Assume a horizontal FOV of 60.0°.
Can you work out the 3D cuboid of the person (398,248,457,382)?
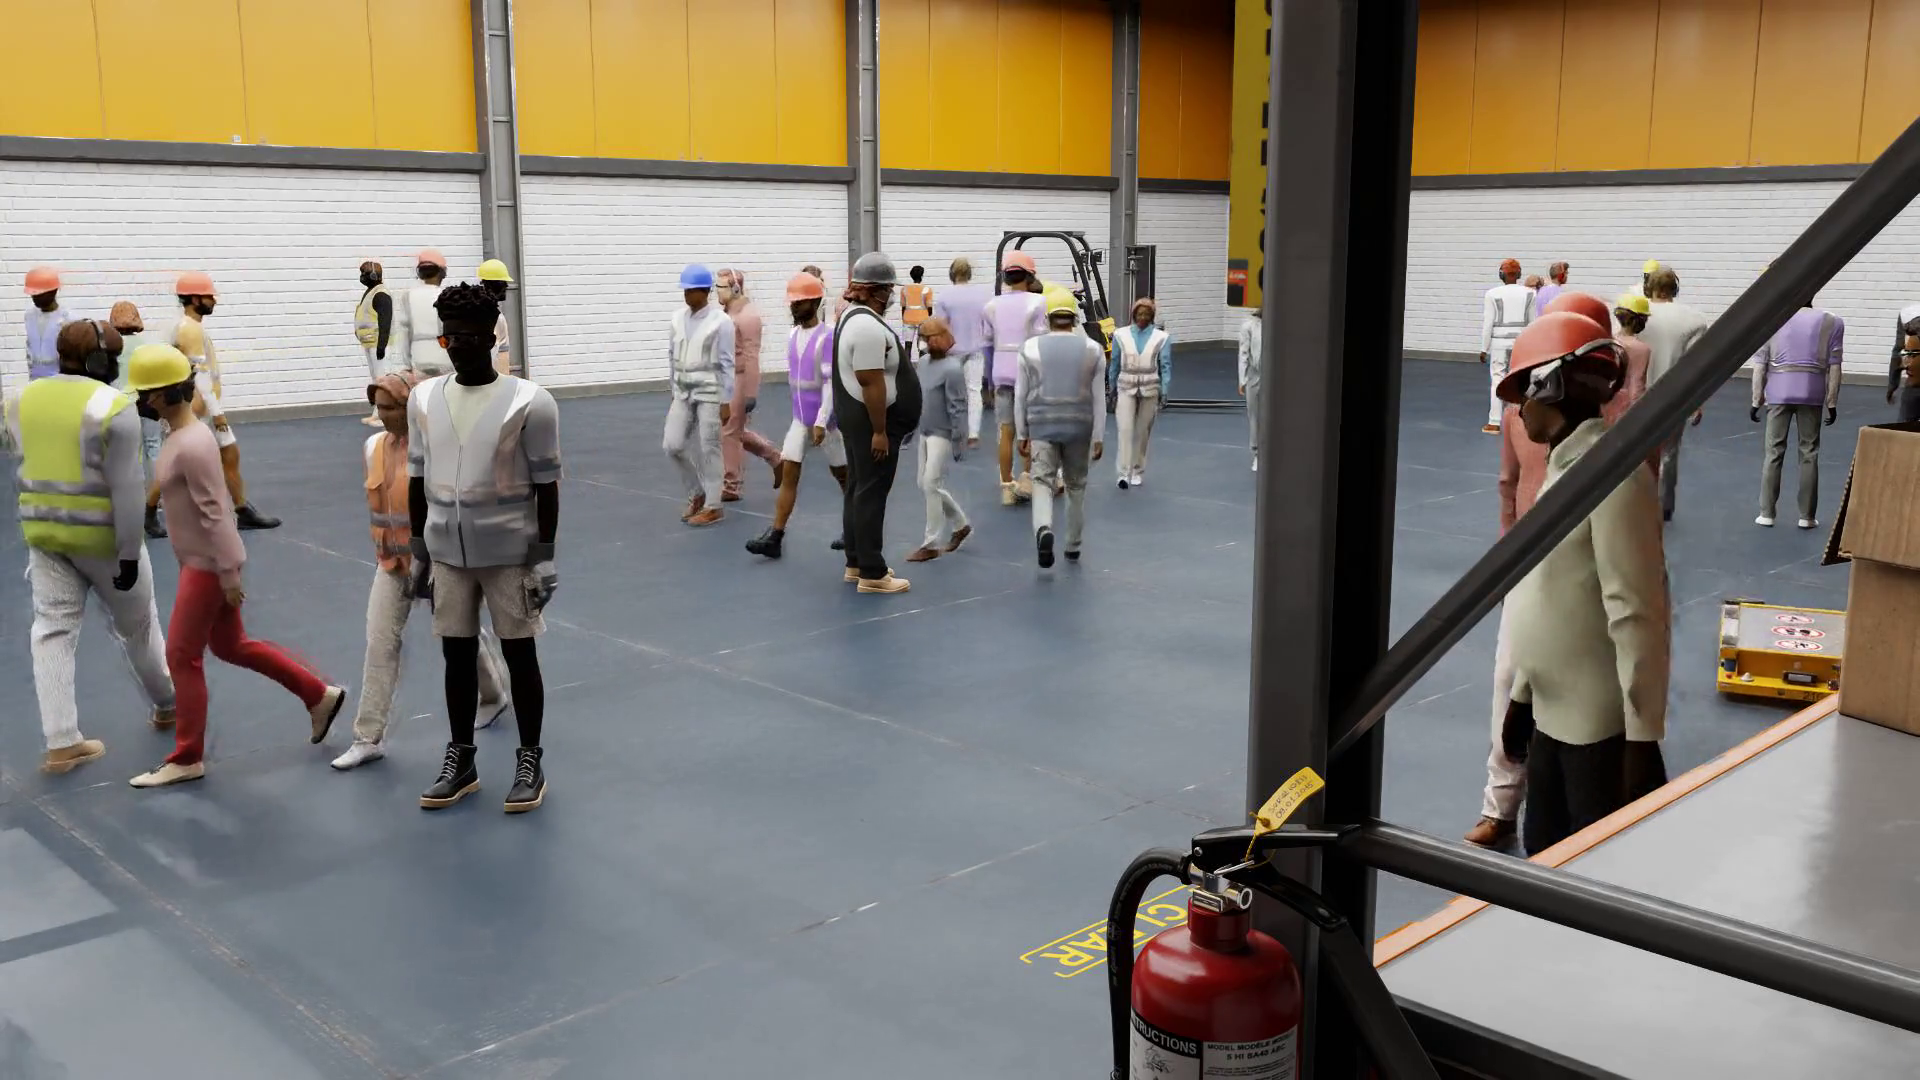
[{"bbox_3d":[-4.710,-1.582,14.825,0.622,2.016,0.654,2,11,10],"label":"person"}]

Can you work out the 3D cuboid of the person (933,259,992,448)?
[{"bbox_3d":[0.021,-1.901,16.922,0.651,1.885,1.008,-3,11,-13],"label":"person"}]

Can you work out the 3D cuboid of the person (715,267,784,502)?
[{"bbox_3d":[-1.727,-1.244,13.366,0.721,1.884,0.639,-5,11,-25],"label":"person"}]

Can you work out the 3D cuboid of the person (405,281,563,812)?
[{"bbox_3d":[-1.772,0.033,6.167,0.602,1.966,0.368,2,11,9],"label":"person"}]

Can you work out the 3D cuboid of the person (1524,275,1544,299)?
[{"bbox_3d":[7.123,-2.480,20.767,0.512,1.639,0.311,10,15,44],"label":"person"}]

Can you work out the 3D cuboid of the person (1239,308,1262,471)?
[{"bbox_3d":[2.722,-1.404,14.756,0.489,1.698,0.913,3,11,14],"label":"person"}]

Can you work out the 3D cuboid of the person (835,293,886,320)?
[{"bbox_3d":[-0.897,-1.649,15.553,0.442,1.893,0.646,-10,14,-44],"label":"person"}]

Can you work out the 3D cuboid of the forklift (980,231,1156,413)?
[{"bbox_3d":[1.222,-2.721,20.561,2.313,2.155,1.214,2,11,13],"label":"forklift"}]

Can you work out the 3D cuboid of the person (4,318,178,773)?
[{"bbox_3d":[-3.525,-0.012,6.873,0.613,1.788,0.935,2,11,9],"label":"person"}]

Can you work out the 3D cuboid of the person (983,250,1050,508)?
[{"bbox_3d":[0.472,-1.268,13.123,0.652,2.015,0.527,6,12,29],"label":"person"}]

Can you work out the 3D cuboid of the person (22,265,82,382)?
[{"bbox_3d":[-7.133,-1.199,13.083,0.586,1.902,0.464,3,11,14],"label":"person"}]

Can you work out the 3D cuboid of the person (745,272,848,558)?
[{"bbox_3d":[-0.989,-0.822,11.056,0.549,1.884,1.009,9,14,41],"label":"person"}]

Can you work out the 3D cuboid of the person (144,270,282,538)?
[{"bbox_3d":[-5.455,-0.960,11.800,0.980,1.898,0.546,-4,11,-20],"label":"person"}]

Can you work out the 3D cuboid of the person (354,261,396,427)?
[{"bbox_3d":[-6.553,-2.194,18.652,0.429,1.844,0.623,-6,12,-31],"label":"person"}]

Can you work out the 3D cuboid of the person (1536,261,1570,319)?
[{"bbox_3d":[7.002,-2.408,19.870,0.611,1.826,0.565,-1,10,-4],"label":"person"}]

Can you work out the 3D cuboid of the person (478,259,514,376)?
[{"bbox_3d":[-3.972,-1.423,14.216,0.384,1.925,0.593,-4,11,-19],"label":"person"}]

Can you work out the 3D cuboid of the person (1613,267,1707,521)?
[{"bbox_3d":[5.083,-1.032,12.167,0.642,1.891,0.983,5,11,23],"label":"person"}]

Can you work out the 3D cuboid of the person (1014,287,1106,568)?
[{"bbox_3d":[0.639,-0.701,10.619,0.594,1.812,0.678,0,10,1],"label":"person"}]

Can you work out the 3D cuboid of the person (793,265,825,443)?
[{"bbox_3d":[-1.509,-1.889,17.032,0.465,1.823,0.539,-7,13,-35],"label":"person"}]

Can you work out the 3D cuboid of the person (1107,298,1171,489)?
[{"bbox_3d":[1.496,-1.212,13.929,0.526,1.593,0.850,1,10,6],"label":"person"}]

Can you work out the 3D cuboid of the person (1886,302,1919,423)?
[{"bbox_3d":[7.897,-1.282,13.514,0.716,1.904,0.601,-9,14,-41],"label":"person"}]

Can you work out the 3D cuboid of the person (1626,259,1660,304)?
[{"bbox_3d":[8.925,-2.722,21.587,0.592,1.824,0.403,2,11,13],"label":"person"}]

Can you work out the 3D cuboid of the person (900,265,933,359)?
[{"bbox_3d":[-0.635,-3.224,24.690,0.524,1.690,0.320,3,11,17],"label":"person"}]

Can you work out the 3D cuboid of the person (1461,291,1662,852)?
[{"bbox_3d":[2.195,0.094,5.886,1.021,1.951,0.620,-9,14,-40],"label":"person"}]

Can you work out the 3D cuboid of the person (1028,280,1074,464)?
[{"bbox_3d":[0.743,-1.358,14.326,0.535,1.752,0.372,6,12,31],"label":"person"}]

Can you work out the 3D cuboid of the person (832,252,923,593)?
[{"bbox_3d":[-0.493,-0.713,10.030,0.538,2.000,0.689,-3,11,-15],"label":"person"}]

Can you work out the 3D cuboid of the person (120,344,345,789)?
[{"bbox_3d":[-2.889,0.078,6.561,0.777,1.726,0.536,-6,12,-29],"label":"person"}]

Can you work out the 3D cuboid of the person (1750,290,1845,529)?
[{"bbox_3d":[6.081,-1.034,12.120,0.585,1.917,0.382,5,12,26],"label":"person"}]

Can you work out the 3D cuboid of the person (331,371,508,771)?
[{"bbox_3d":[-2.223,0.090,6.885,0.523,1.592,0.887,5,11,24],"label":"person"}]

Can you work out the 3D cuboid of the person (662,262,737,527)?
[{"bbox_3d":[-1.904,-1.050,12.154,0.644,1.931,0.442,6,12,31],"label":"person"}]

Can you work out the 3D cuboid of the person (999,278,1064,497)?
[{"bbox_3d":[0.577,-1.250,13.632,0.631,1.793,0.918,-4,11,-22],"label":"person"}]

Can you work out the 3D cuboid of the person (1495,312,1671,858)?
[{"bbox_3d":[1.513,0.443,4.020,0.391,1.950,0.774,1,10,5],"label":"person"}]

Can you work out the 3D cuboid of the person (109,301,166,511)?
[{"bbox_3d":[-6.360,-1.020,12.809,0.500,1.636,0.286,-4,11,-22],"label":"person"}]

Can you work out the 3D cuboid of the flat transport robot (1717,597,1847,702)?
[{"bbox_3d":[4.073,0.523,8.119,0.652,0.197,1.431,5,11,25],"label":"flat transport robot"}]

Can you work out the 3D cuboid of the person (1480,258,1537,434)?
[{"bbox_3d":[5.884,-2.074,17.880,0.572,1.885,0.356,-1,10,-4],"label":"person"}]

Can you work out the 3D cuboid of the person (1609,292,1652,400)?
[{"bbox_3d":[4.584,-0.884,11.795,0.734,1.735,0.536,-5,11,-25],"label":"person"}]

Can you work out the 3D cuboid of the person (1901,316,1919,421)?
[{"bbox_3d":[3.546,0.101,6.100,0.509,1.860,0.333,-10,14,-43],"label":"person"}]

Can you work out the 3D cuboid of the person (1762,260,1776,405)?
[{"bbox_3d":[10.359,-2.648,21.184,0.505,1.821,0.959,6,12,29],"label":"person"}]

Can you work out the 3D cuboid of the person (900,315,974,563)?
[{"bbox_3d":[-0.128,-0.676,10.997,0.556,1.616,0.506,-5,12,-27],"label":"person"}]
